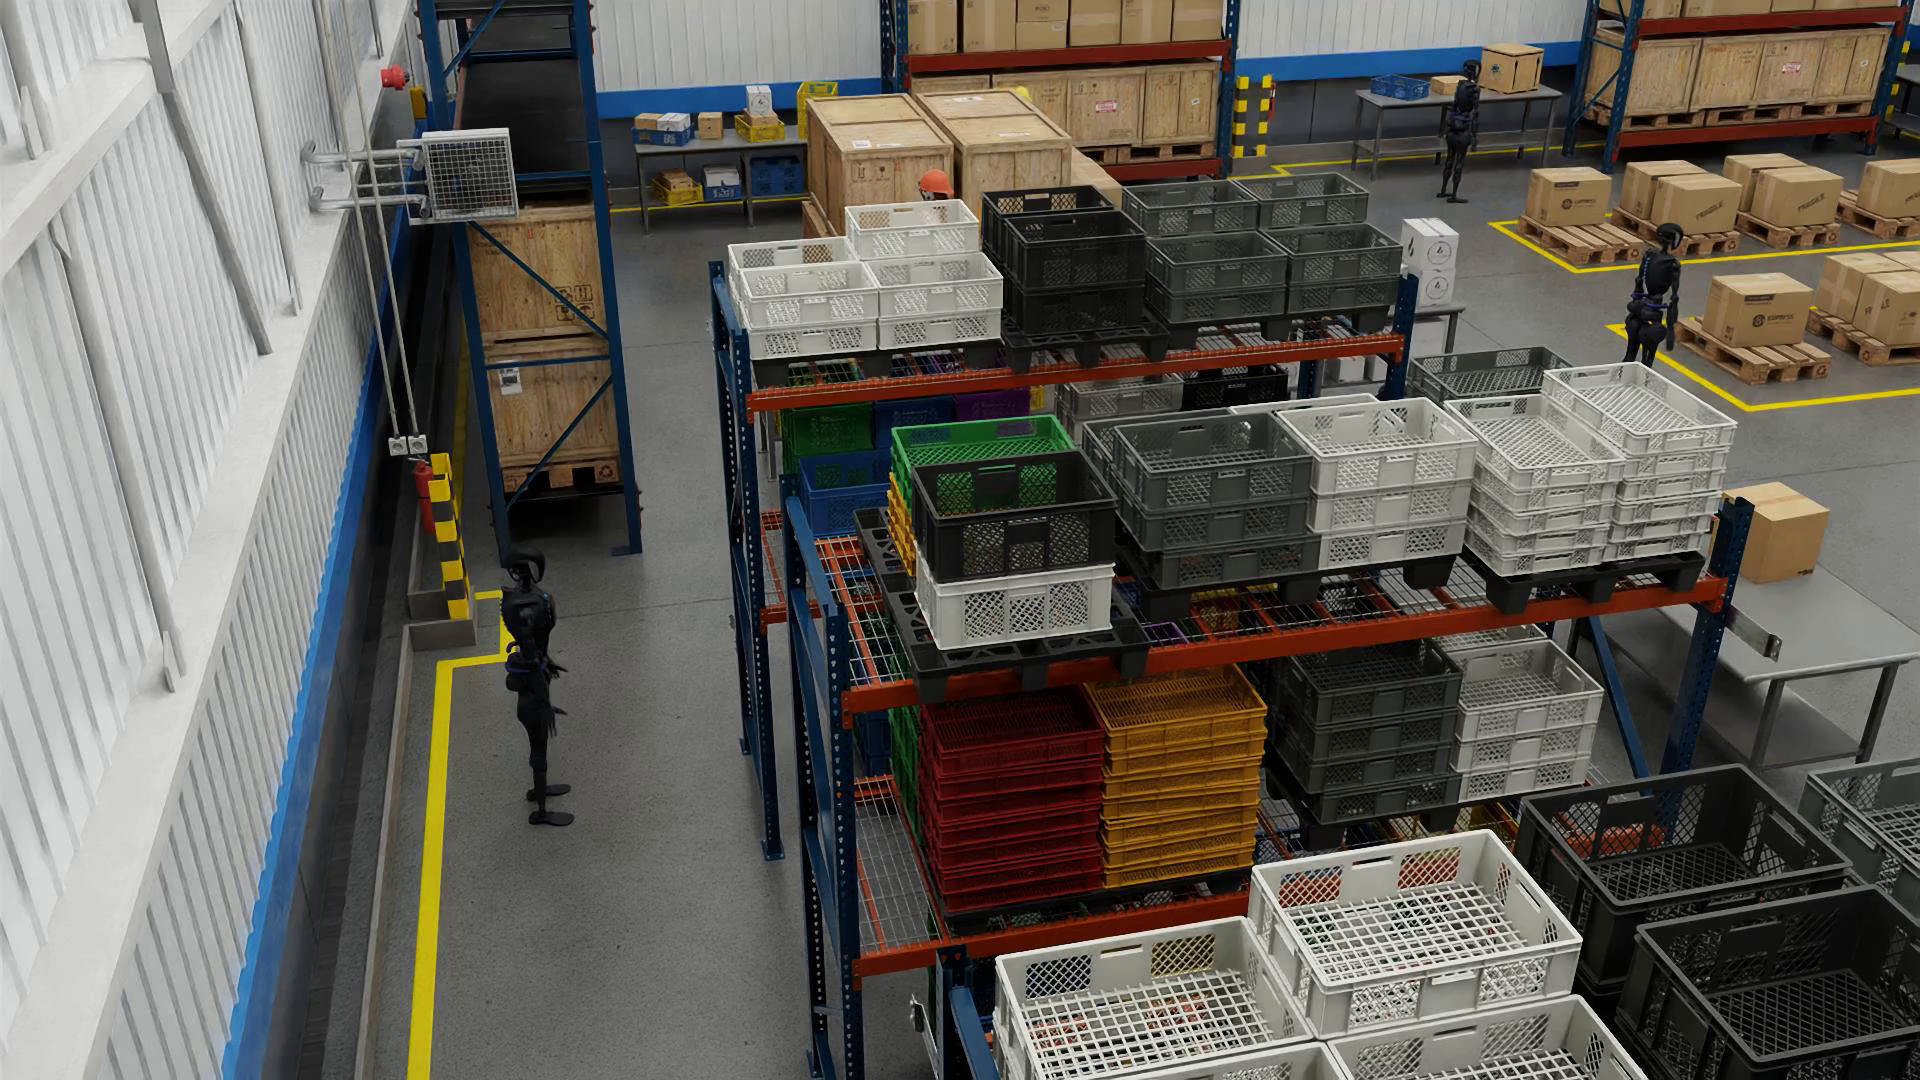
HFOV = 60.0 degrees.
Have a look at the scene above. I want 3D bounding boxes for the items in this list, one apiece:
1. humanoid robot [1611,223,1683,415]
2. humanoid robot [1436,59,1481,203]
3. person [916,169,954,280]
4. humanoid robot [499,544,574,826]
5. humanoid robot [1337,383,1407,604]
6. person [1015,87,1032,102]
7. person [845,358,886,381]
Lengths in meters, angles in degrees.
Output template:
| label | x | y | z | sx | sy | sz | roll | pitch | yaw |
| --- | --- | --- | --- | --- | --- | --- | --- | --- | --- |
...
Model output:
| label | x | y | z | sx | sy | sz | roll | pitch | yaw |
| --- | --- | --- | --- | --- | --- | --- | --- | --- | --- |
| humanoid robot | 5.844 | -1.881 | 14.091 | 0.318 | 1.654 | 0.603 | -5 | 28 | -10 |
| humanoid robot | 5.961 | -4.871 | 19.764 | 0.318 | 1.654 | 0.603 | -5 | 28 | -10 |
| person | -0.245 | -2.224 | 14.422 | 0.388 | 1.989 | 0.610 | -5 | 28 | -10 |
| humanoid robot | -2.304 | 0.765 | 9.069 | 0.318 | 1.657 | 0.603 | -5 | 28 | -10 |
| humanoid robot | 2.778 | -0.278 | 11.050 | 0.318 | 1.654 | 0.603 | -5 | 28 | -10 |
| person | 0.597 | -4.099 | 18.255 | 0.915 | 1.715 | 0.518 | -7 | 29 | -12 |
| person | -0.626 | -0.726 | 11.645 | 0.377 | 1.928 | 0.586 | -5 | 28 | -10 |
